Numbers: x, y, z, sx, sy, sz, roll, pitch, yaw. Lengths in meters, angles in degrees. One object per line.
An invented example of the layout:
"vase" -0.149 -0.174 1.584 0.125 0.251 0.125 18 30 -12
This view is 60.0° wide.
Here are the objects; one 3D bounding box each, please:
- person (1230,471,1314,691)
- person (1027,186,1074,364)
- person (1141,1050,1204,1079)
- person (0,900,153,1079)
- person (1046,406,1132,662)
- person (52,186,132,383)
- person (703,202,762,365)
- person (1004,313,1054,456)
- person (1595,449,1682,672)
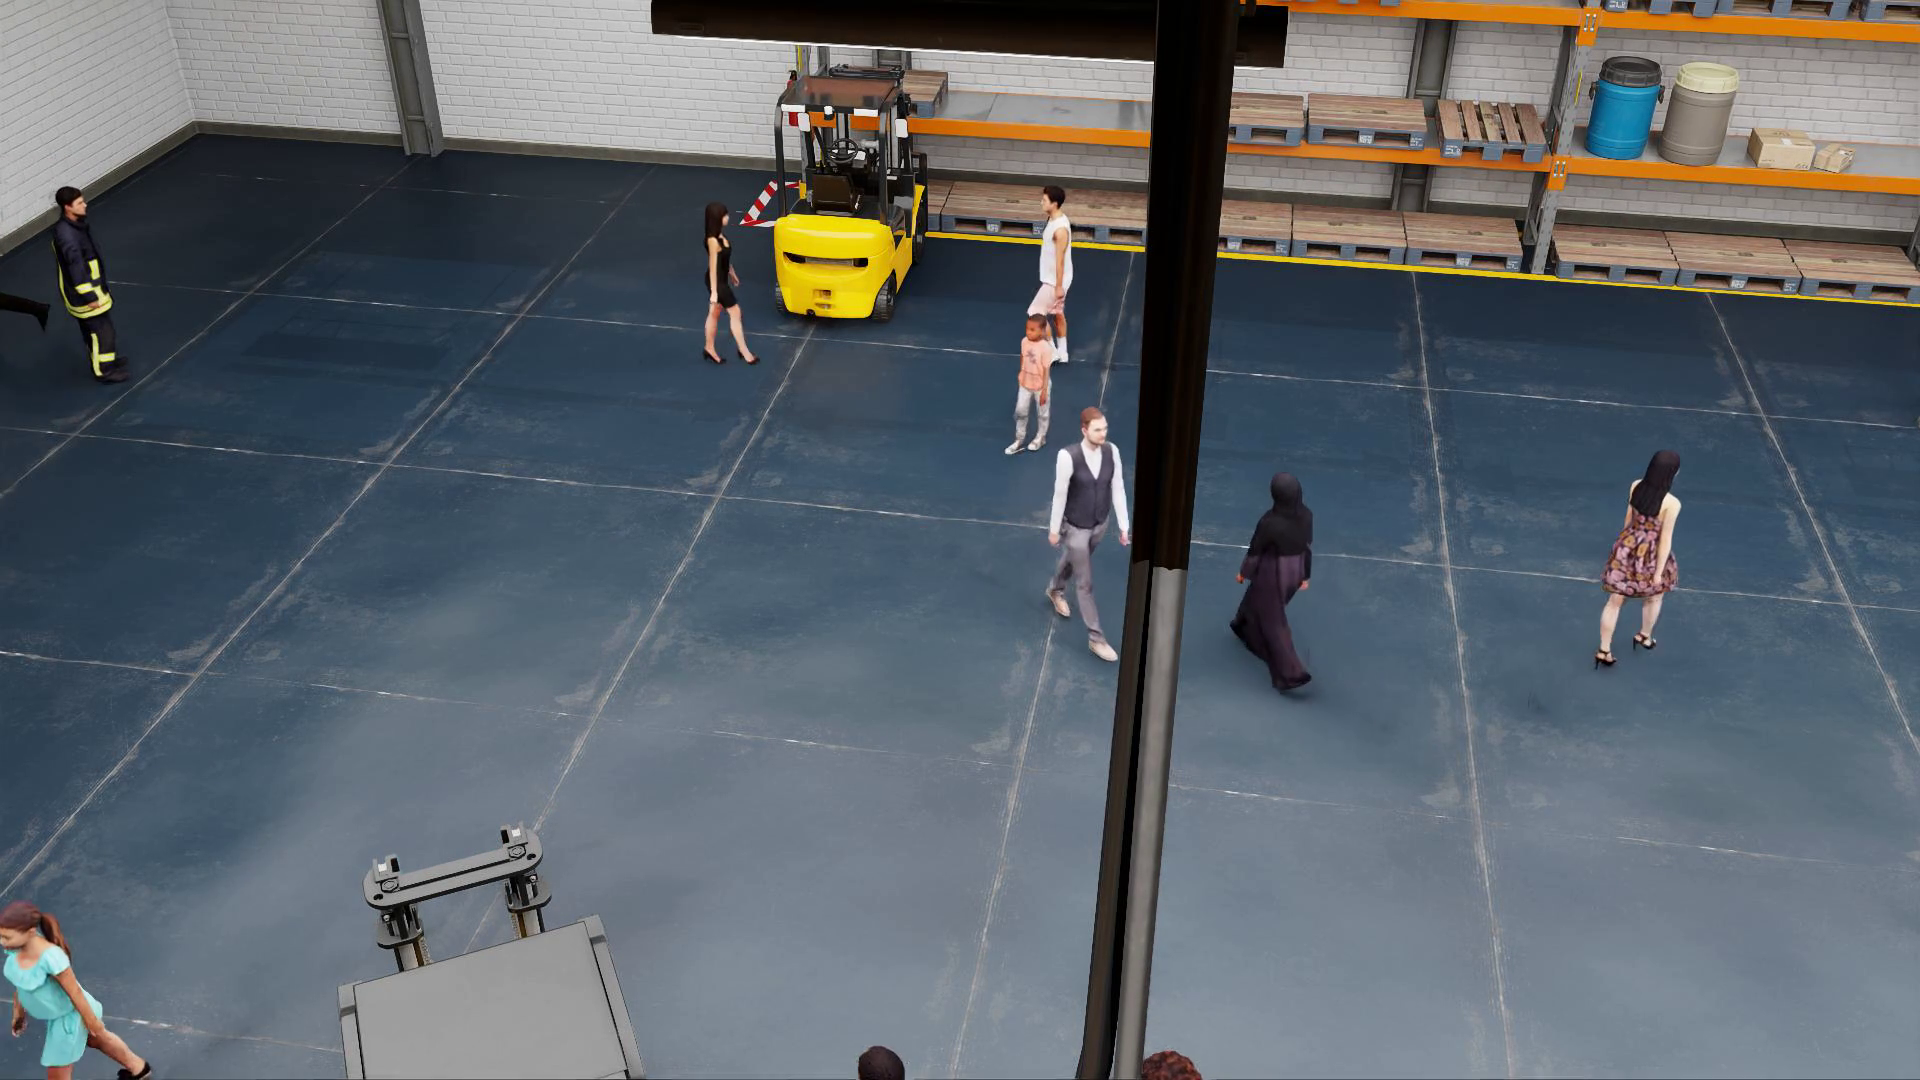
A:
"person" 2.265 0.294 11.612 1.123 1.592 1.098 -17 37 -23
"person" 0.974 -2.451 15.577 0.699 1.774 0.718 1 34 2
"person" 0.942 2.903 7.615 1.021 1.671 0.721 2 34 3
"person" -4.531 2.377 8.542 1.002 1.521 0.903 24 41 32
"person" 0.847 -0.158 12.014 1.236 1.899 1.240 -18 37 -24
"person" -8.081 -2.355 15.308 0.860 1.912 0.888 -9 35 -13
"person" -2.347 -2.383 15.605 0.840 1.630 0.692 -1 34 -2
"person" 0.693 -1.381 14.399 0.725 1.297 0.744 24 40 31
"person" 4.696 0.177 11.641 0.988 1.754 0.915 -19 38 -26
